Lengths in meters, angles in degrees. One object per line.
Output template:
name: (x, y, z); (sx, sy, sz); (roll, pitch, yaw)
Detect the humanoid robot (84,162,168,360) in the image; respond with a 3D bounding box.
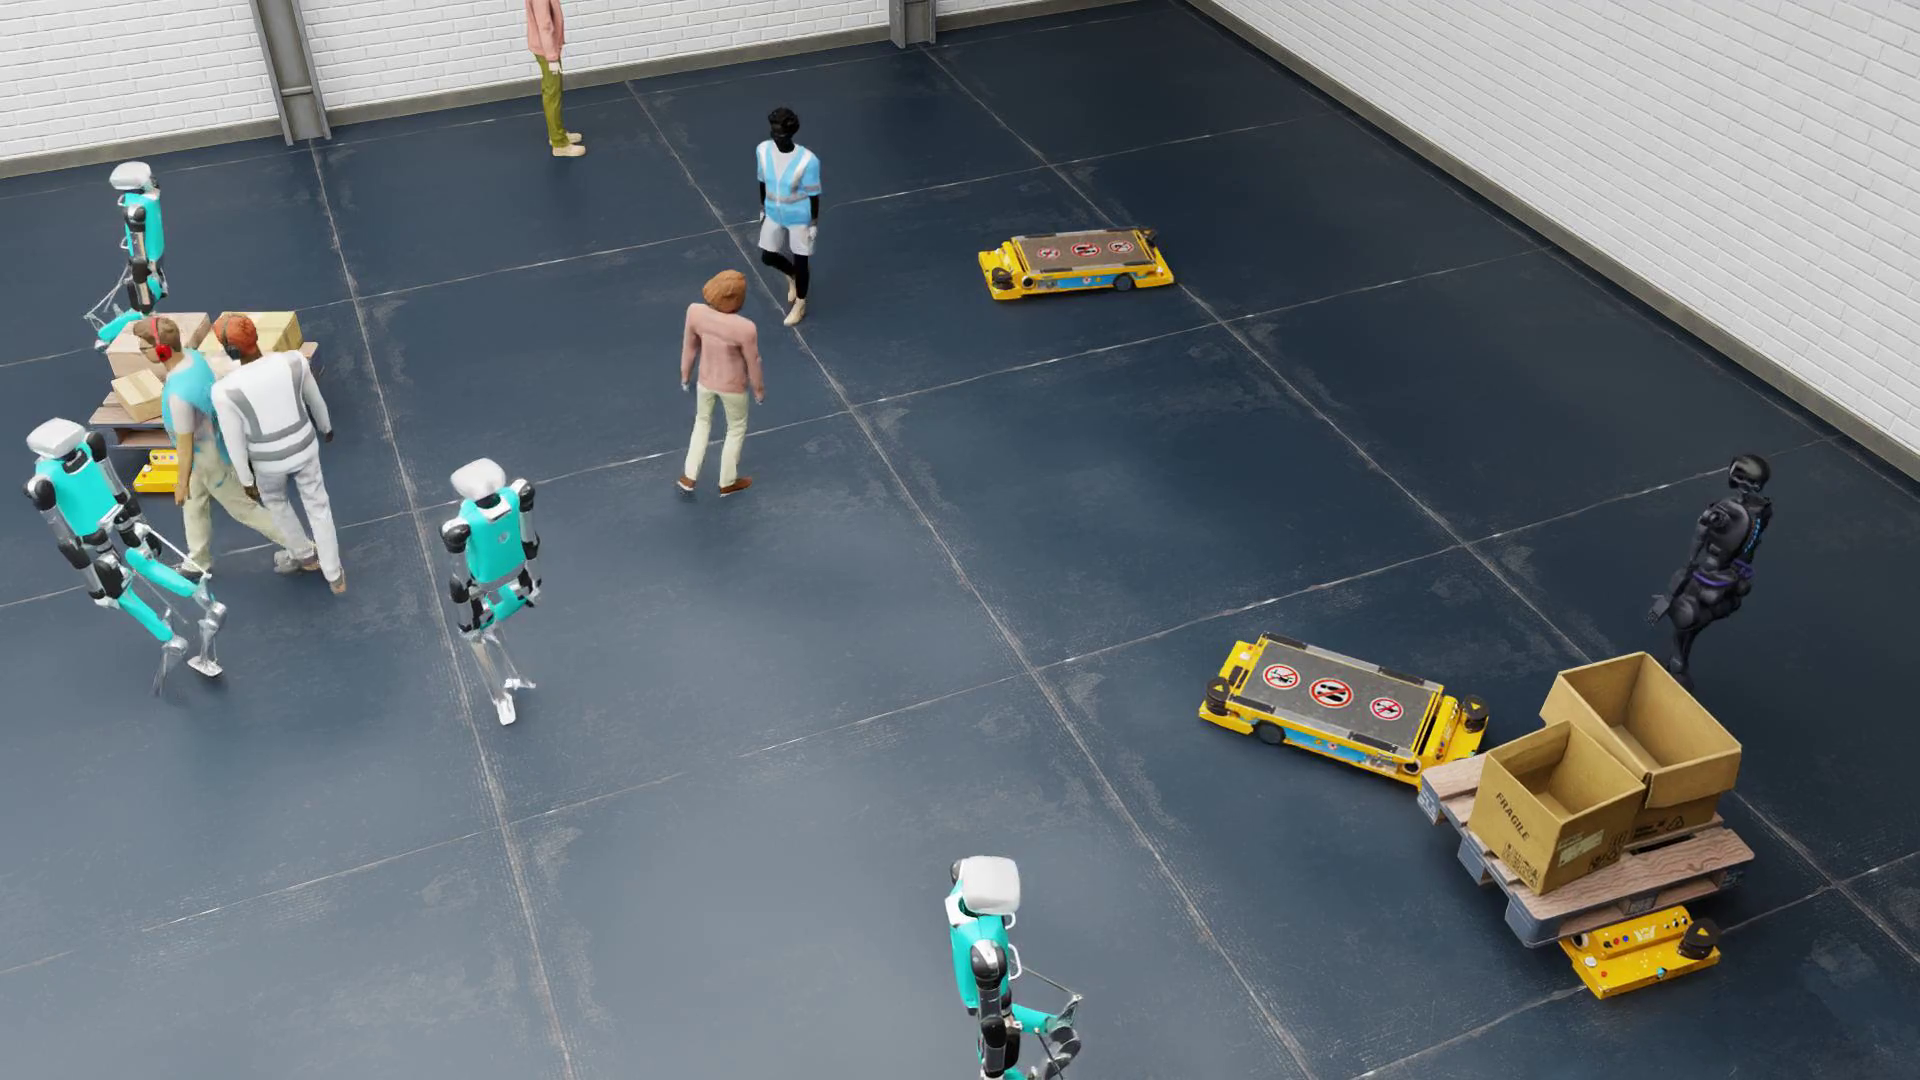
humanoid robot: (-5.653, -1.683, 11.280); (0.815, 1.776, 0.530); (-6, 38, -8)

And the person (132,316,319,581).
person: (-4.363, -0.497, 9.665); (0.919, 1.802, 0.568); (-13, 39, -17)

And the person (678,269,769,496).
person: (-1.517, -0.960, 10.430); (0.601, 1.597, 0.433); (15, 40, 18)

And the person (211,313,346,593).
person: (-3.917, -0.525, 9.650); (0.664, 1.862, 0.568); (-27, 45, -31)

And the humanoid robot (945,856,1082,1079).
humanoid robot: (0.279, 1.920, 6.642); (0.732, 1.884, 0.546); (-6, 38, -8)

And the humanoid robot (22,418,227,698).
humanoid robot: (-4.309, 0.175, 8.873); (0.799, 1.806, 0.552); (8, 38, 10)

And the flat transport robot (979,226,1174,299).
flat transport robot: (0.909, -2.181, 13.112); (1.431, 0.231, 0.659); (-6, 38, -8)

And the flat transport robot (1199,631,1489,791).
flat transport robot: (2.091, 0.932, 9.060); (1.431, 0.231, 0.659); (17, 41, 21)

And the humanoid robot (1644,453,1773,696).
humanoid robot: (3.942, 0.276, 8.791); (0.617, 1.649, 0.634); (-15, 40, -18)

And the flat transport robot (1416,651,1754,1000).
flat transport robot: (3.027, 1.580, 8.217); (0.659, 0.231, 1.431); (-12, 39, -15)

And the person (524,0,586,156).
person: (-3.594, -4.293, 14.577); (0.369, 1.835, 0.520); (-8, 38, -10)

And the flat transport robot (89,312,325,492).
flat transport robot: (-5.036, -0.806, 11.322); (0.659, 0.231, 1.431); (0, 38, 0)

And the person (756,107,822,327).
person: (-1.246, -2.371, 12.188); (0.549, 1.683, 0.393); (16, 40, 20)

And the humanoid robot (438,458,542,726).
humanoid robot: (-2.530, 0.261, 8.738); (0.793, 1.796, 0.559); (26, 45, 30)
